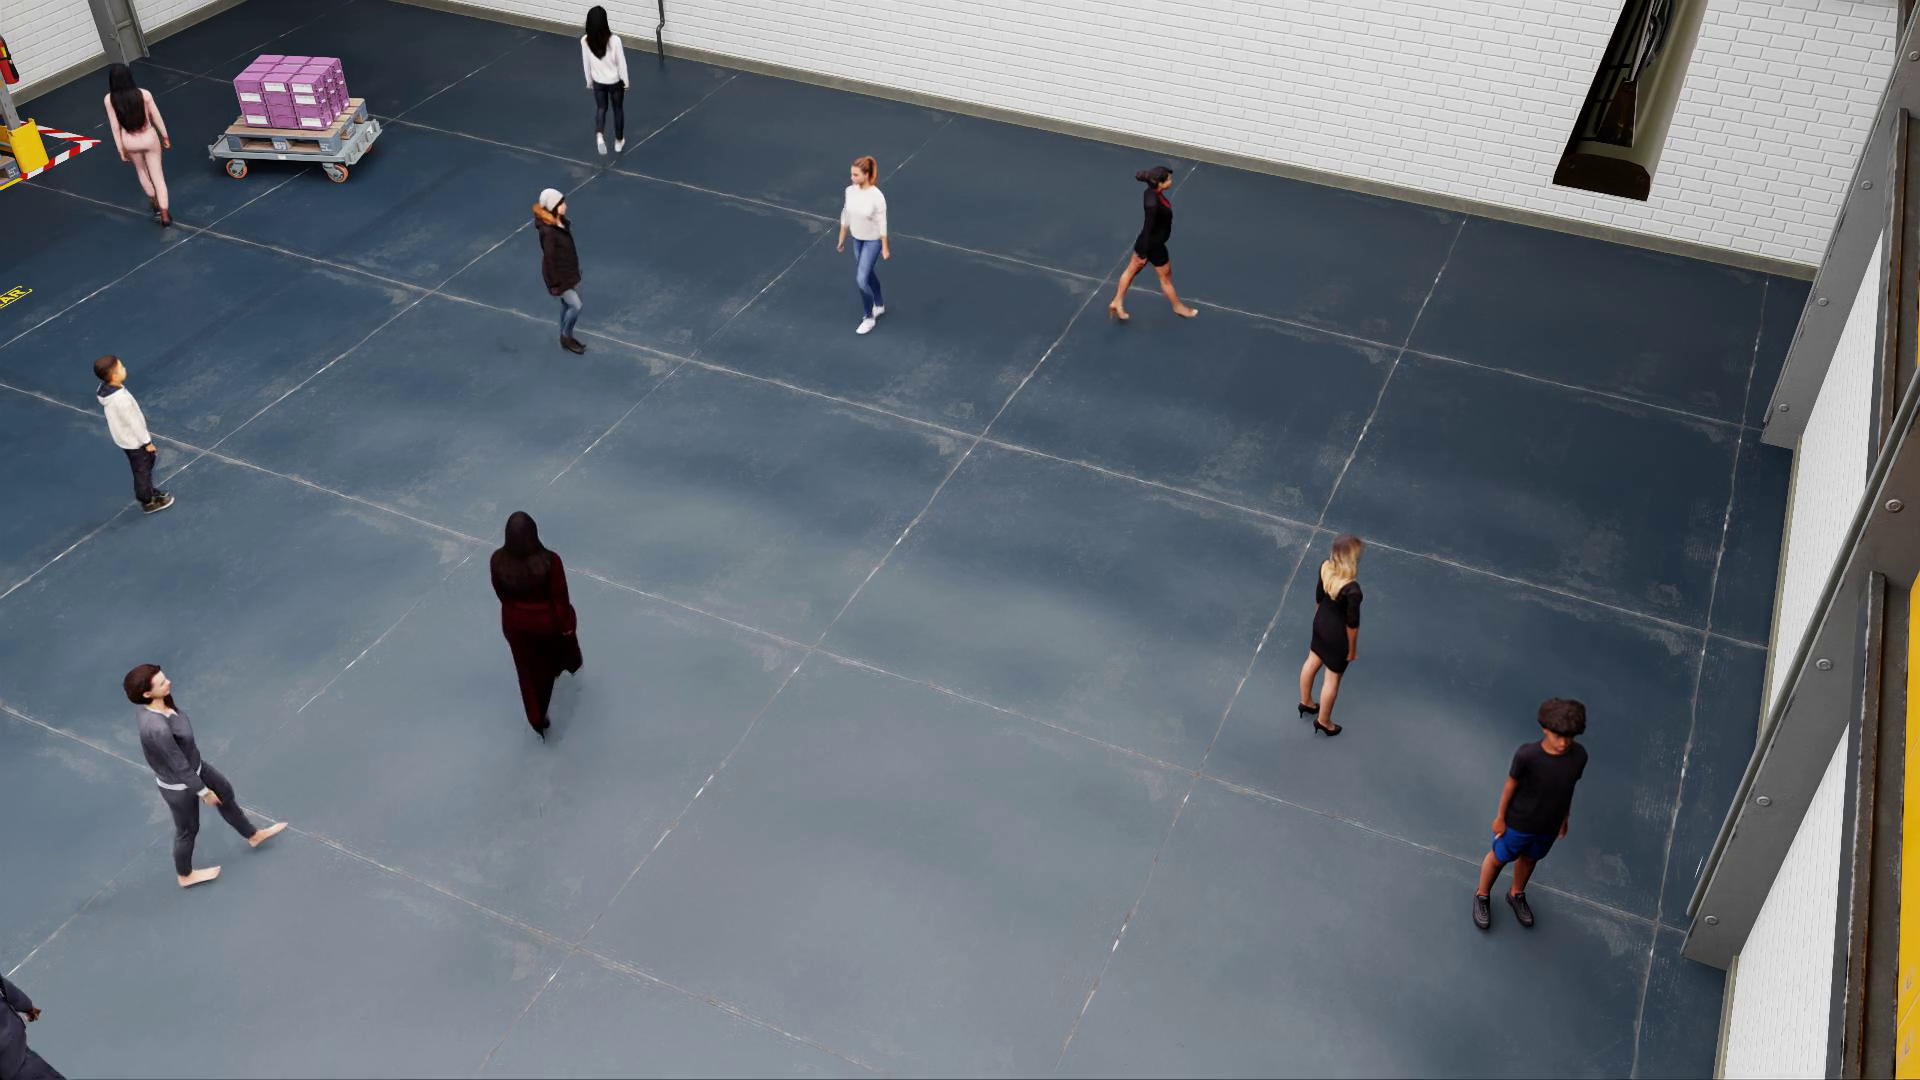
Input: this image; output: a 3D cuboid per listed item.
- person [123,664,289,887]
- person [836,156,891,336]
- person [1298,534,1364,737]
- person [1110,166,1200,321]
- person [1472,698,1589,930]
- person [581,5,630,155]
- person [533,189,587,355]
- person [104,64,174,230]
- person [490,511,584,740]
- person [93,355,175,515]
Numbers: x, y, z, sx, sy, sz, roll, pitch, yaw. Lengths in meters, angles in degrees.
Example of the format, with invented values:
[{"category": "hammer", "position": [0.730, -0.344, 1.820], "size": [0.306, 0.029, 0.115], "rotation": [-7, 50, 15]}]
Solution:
[{"category": "person", "position": [-4.824, 1.469, 10.126], "size": [1.063, 1.739, 0.958], "rotation": [-19, 42, -22]}, {"category": "person", "position": [-0.808, -2.792, 15.492], "size": [0.841, 1.700, 0.752], "rotation": [-32, 48, -33]}, {"category": "person", "position": [2.512, 0.632, 11.223], "size": [0.647, 1.677, 0.604], "rotation": [-16, 41, -19]}, {"category": "person", "position": [1.689, -2.694, 15.455], "size": [0.947, 1.595, 1.084], "rotation": [0, 39, 0]}, {"category": "person", "position": [3.405, 1.619, 9.891], "size": [0.685, 1.798, 0.693], "rotation": [-1, 39, -1]}, {"category": "person", "position": [-3.900, -5.013, 18.285], "size": [0.796, 1.686, 0.946], "rotation": [2, 39, 3]}, {"category": "person", "position": [-3.690, -2.430, 15.099], "size": [0.786, 1.626, 0.652], "rotation": [3, 39, 4]}, {"category": "person", "position": [-8.351, -3.984, 16.987], "size": [0.934, 1.698, 0.990], "rotation": [-13, 40, -16]}, {"category": "person", "position": [-2.872, 0.618, 11.217], "size": [0.958, 1.708, 1.177], "rotation": [1, 39, 1]}, {"category": "person", "position": [-6.655, -0.811, 13.215], "size": [0.641, 1.447, 0.665], "rotation": [-27, 46, -30]}]
